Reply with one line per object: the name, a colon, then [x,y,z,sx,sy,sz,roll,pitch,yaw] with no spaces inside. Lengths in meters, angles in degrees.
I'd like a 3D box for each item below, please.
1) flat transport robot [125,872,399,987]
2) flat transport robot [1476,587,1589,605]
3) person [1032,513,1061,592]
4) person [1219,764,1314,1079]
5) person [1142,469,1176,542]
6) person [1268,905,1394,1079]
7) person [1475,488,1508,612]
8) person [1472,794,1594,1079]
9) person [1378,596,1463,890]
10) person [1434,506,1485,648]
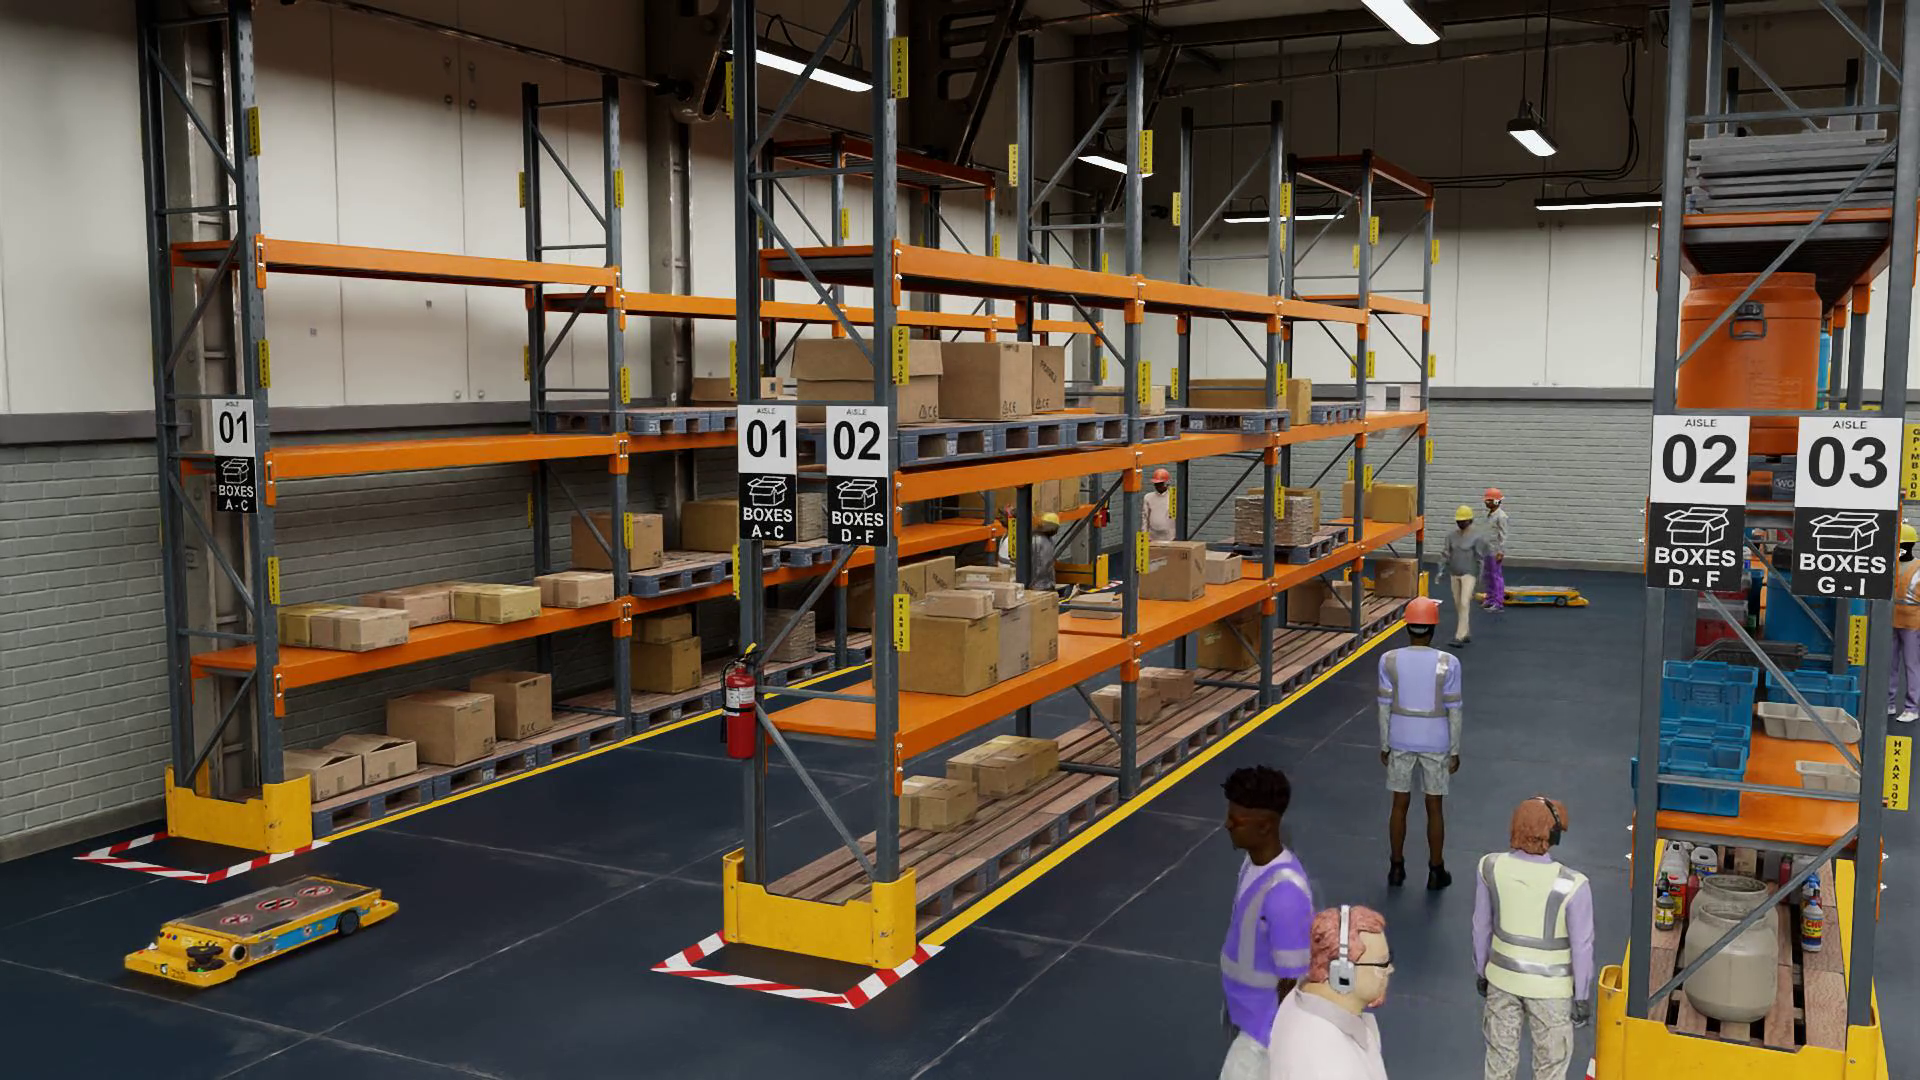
flat transport robot: [-4.101,2.277,9.859,0.652,0.197,1.431,3,7,26]
flat transport robot: [8.313,0.806,24.170,1.431,0.197,0.652,0,6,1]
person: [0.955,0.536,19.904,0.339,1.700,0.649,3,7,28]
person: [1.152,1.812,6.334,0.454,1.949,0.620,1,6,7]
person: [2.924,-0.038,24.105,0.613,1.988,0.398,3,7,26]
person: [1.096,1.987,4.814,0.399,1.907,0.644,1,6,5]
person: [7.523,0.138,23.521,0.333,1.749,0.574,-1,6,-7]
person: [2.408,1.892,7.019,0.516,1.640,0.314,6,8,44]
person: [3.037,1.335,10.993,0.544,1.939,0.353,3,6,24]
person: [6.150,0.457,20.516,0.717,1.737,0.543,-5,7,-38]
